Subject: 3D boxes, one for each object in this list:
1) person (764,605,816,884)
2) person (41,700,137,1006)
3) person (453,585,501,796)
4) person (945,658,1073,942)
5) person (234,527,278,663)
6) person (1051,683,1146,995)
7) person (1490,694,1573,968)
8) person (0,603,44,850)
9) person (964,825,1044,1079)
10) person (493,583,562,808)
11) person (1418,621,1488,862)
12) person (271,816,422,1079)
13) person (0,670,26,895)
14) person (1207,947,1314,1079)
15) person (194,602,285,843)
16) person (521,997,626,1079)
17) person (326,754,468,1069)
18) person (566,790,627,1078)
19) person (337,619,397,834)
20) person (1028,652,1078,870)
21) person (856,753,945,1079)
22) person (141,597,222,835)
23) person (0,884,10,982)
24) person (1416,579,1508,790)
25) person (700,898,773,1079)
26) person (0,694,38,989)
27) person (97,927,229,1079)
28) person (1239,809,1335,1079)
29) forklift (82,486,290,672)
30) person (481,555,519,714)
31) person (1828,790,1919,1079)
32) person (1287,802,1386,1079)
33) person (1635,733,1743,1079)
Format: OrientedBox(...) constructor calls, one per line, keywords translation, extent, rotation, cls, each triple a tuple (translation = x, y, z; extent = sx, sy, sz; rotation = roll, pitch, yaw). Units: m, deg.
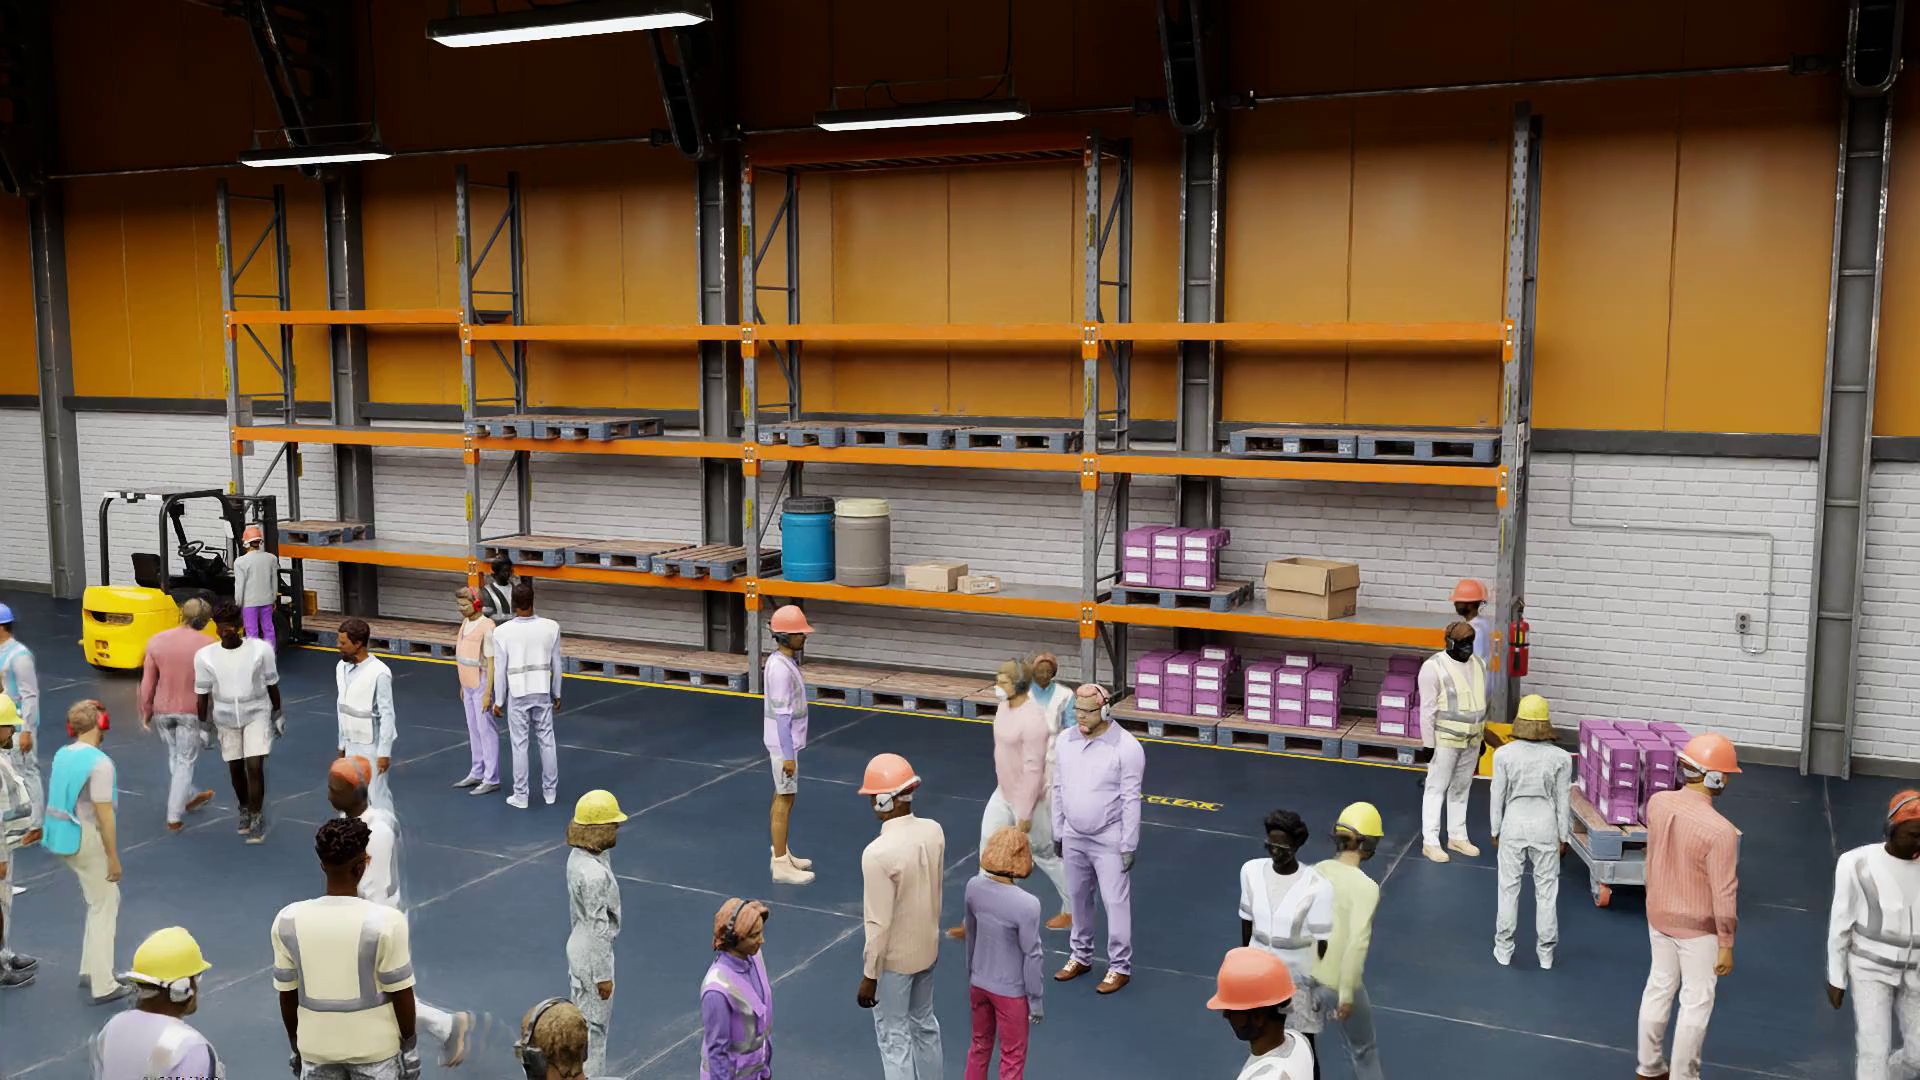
OrientedBox(translation=(-1.252, 1.490, 12.233), extent=(0.378, 2.043, 0.611), rotation=(-1, 7, -7), cls="person")
OrientedBox(translation=(-5.278, 1.877, 10.052), extent=(0.579, 1.808, 0.447), rotation=(6, 9, 40), cls="person")
OrientedBox(translation=(-4.216, 1.306, 14.592), extent=(0.389, 1.839, 0.563), rotation=(-5, 9, -38), cls="person")
OrientedBox(translation=(0.428, 1.712, 11.044), extent=(1.005, 1.896, 0.645), rotation=(-3, 7, -23), cls="person")
OrientedBox(translation=(-8.395, 0.716, 19.817), extent=(0.330, 1.751, 0.565), rotation=(4, 8, 32), cls="person")
OrientedBox(translation=(0.814, 1.813, 10.193), extent=(0.636, 1.900, 0.399), rotation=(5, 9, 36), cls="person")
OrientedBox(translation=(3.620, 1.843, 10.578), extent=(0.484, 1.738, 0.321), rotation=(2, 7, 17), cls="person")
OrientedBox(translation=(-7.454, 1.449, 13.045), extent=(0.654, 1.938, 0.440), rotation=(5, 8, 35), cls="person")
OrientedBox(translation=(0.211, 2.197, 8.124), extent=(0.289, 1.626, 0.498), rotation=(-6, 9, -43), cls="person")
OrientedBox(translation=(-3.673, 1.322, 14.158), extent=(0.587, 1.913, 0.391), rotation=(-4, 8, -31), cls="person")
OrientedBox(translation=(3.796, 1.529, 12.738), extent=(0.634, 1.841, 0.429), rotation=(-4, 8, -28), cls="person")
OrientedBox(translation=(-2.607, 2.146, 7.127), extent=(0.605, 1.966, 0.367), rotation=(0, 7, 4), cls="person")
OrientedBox(translation=(-6.950, 1.732, 11.902), extent=(0.523, 1.636, 0.311), rotation=(6, 9, 42), cls="person")
OrientedBox(translation=(1.022, 2.336, 5.719), extent=(0.368, 1.929, 0.542), rotation=(3, 7, 21), cls="person")
OrientedBox(translation=(-5.712, 1.434, 13.165), extent=(0.627, 1.921, 0.818), rotation=(-2, 7, -13), cls="person")
OrientedBox(translation=(-1.241, 2.392, 5.263), extent=(0.373, 1.930, 0.637), rotation=(4, 8, 29), cls="person")
OrientedBox(translation=(-3.025, 2.010, 8.693), extent=(0.742, 1.861, 0.578), rotation=(-6, 9, -39), cls="person")
OrientedBox(translation=(-1.820, 2.108, 8.360), extent=(0.322, 1.742, 0.493), rotation=(-3, 7, -23), cls="person")
OrientedBox(translation=(-4.443, 1.528, 12.448), extent=(0.590, 1.916, 0.398), rotation=(5, 9, 37), cls="person")
OrientedBox(translation=(0.632, 1.661, 12.535), extent=(0.553, 1.610, 0.674), rotation=(0, 7, -3), cls="person")
OrientedBox(translation=(-0.307, 2.016, 8.100), extent=(0.404, 1.988, 0.622), rotation=(4, 8, 31), cls="person")
OrientedBox(translation=(-6.298, 1.400, 13.642), extent=(0.672, 1.890, 0.883), rotation=(0, 7, 2), cls="person")
OrientedBox(translation=(-5.002, 2.045, 8.101), extent=(0.662, 1.933, 0.579), rotation=(-6, 9, -41), cls="person")
OrientedBox(translation=(4.533, 1.282, 14.554), extent=(0.898, 1.906, 0.546), rotation=(3, 7, 23), cls="person")
OrientedBox(translation=(-0.952, 2.317, 7.100), extent=(0.319, 1.631, 0.524), rotation=(1, 7, 12), cls="person")
OrientedBox(translation=(-5.923, 1.845, 10.224), extent=(0.403, 1.821, 0.602), rotation=(-4, 8, -30), cls="person")
OrientedBox(translation=(-2.915, 2.333, 6.273), extent=(0.618, 1.796, 0.766), rotation=(4, 8, 31), cls="person")
OrientedBox(translation=(1.618, 2.148, 8.262), extent=(0.539, 1.693, 0.328), rotation=(6, 9, 41), cls="person")
OrientedBox(translation=(-9.426, 0.454, 20.179), extent=(1.214, 2.155, 2.313), rotation=(3, 8, 26), cls="forklift")
OrientedBox(translation=(-4.872, 1.000, 17.715), extent=(0.317, 1.695, 0.540), rotation=(5, 9, 36), cls="person")
OrientedBox(translation=(4.497, 2.082, 8.042), extent=(0.620, 1.869, 0.540), rotation=(1, 7, 7), cls="person")
OrientedBox(translation=(1.867, 2.150, 8.193), extent=(0.941, 1.687, 0.553), rotation=(-3, 8, -25), cls="person")
OrientedBox(translation=(3.776, 1.965, 8.577), extent=(0.410, 1.982, 0.626), rotation=(-2, 7, -16), cls="person")
